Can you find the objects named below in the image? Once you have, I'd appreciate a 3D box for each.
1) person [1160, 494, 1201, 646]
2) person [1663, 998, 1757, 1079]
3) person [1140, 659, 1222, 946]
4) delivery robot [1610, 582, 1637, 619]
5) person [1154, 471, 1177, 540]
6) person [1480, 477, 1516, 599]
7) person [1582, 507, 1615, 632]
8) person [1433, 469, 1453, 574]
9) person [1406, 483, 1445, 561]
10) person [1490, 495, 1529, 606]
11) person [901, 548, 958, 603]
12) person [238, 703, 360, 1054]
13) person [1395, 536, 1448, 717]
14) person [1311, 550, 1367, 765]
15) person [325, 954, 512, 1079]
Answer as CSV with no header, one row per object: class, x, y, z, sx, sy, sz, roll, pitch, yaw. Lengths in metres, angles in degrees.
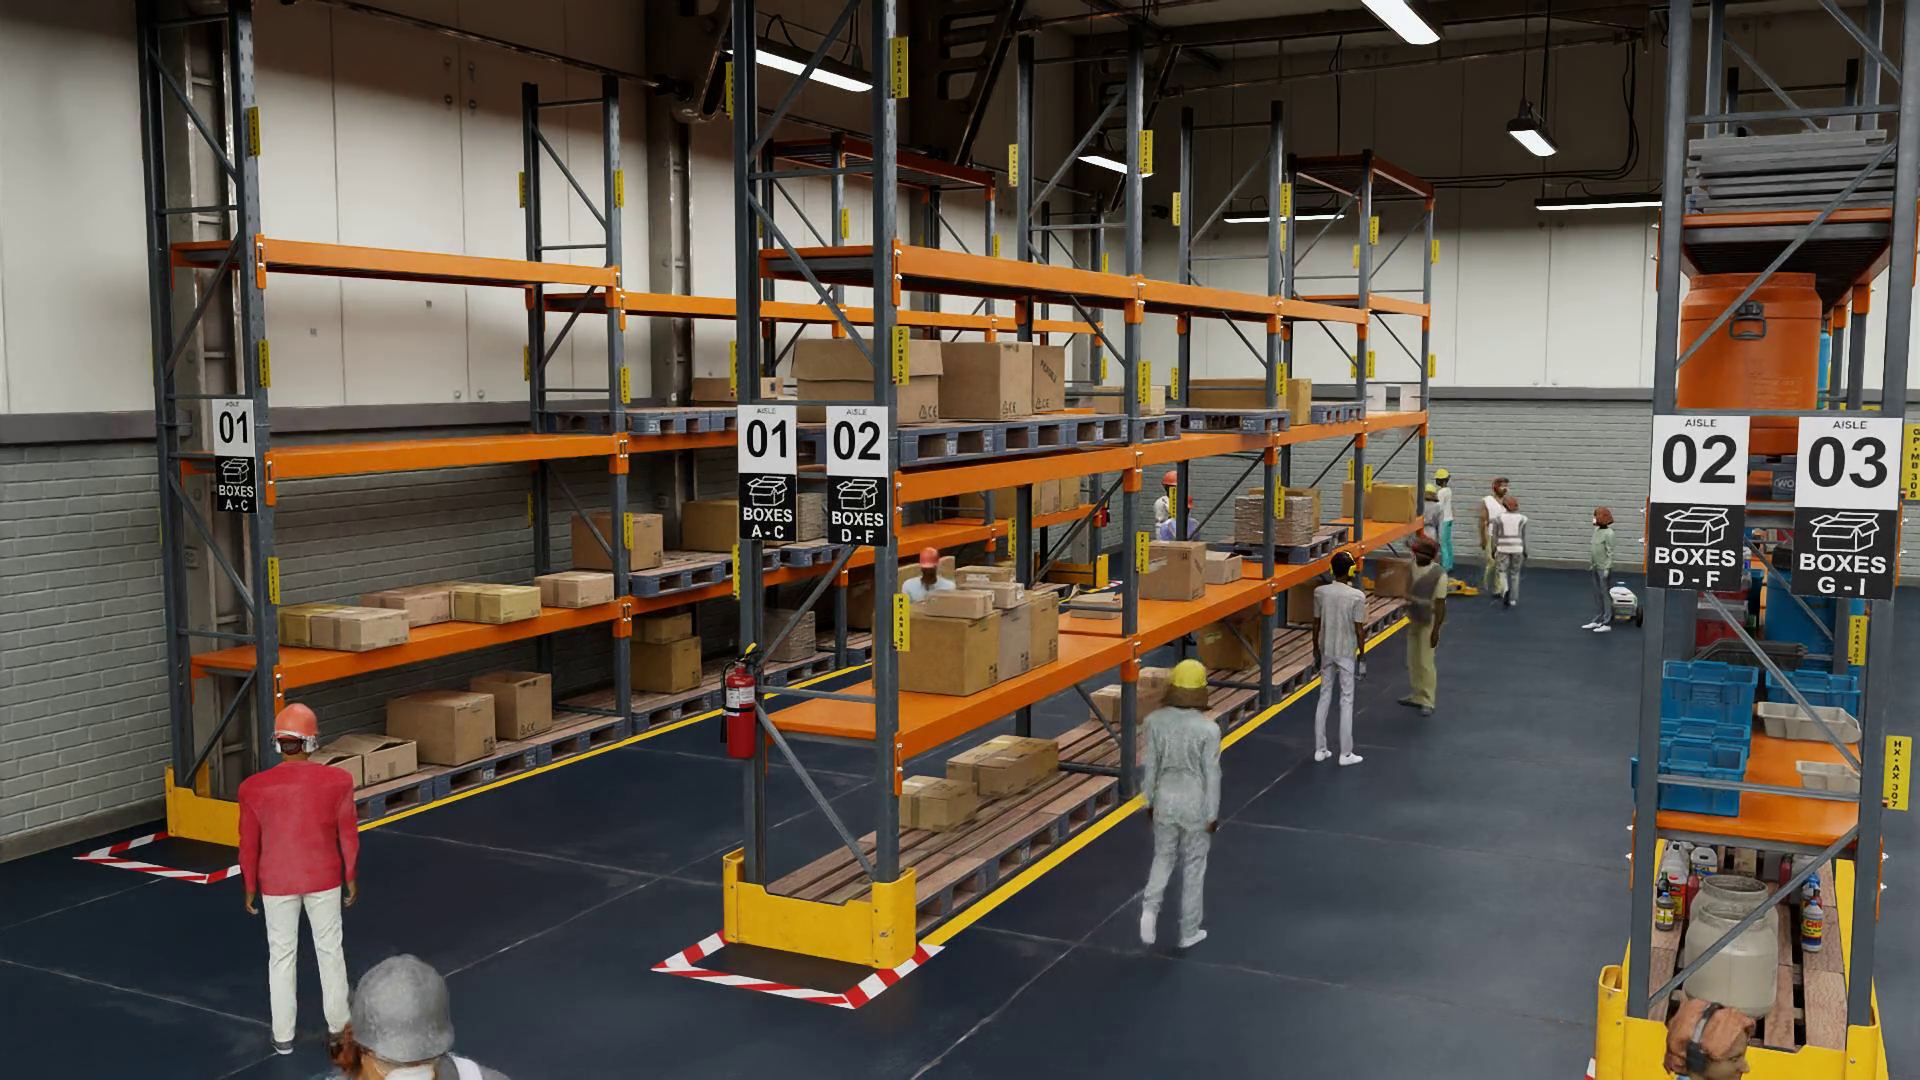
person,2.739,0.362,20.546,0.539,1.929,0.395,-3,6,-23
person,2.103,2.122,4.798,0.310,1.636,0.523,4,7,37
person,1.284,1.562,9.760,0.492,1.729,0.523,3,7,29
delivery robot,8.858,0.807,22.340,0.477,0.478,0.707,1,6,11
person,2.906,0.074,22.755,0.378,2.041,0.616,5,8,40
person,8.019,-0.026,24.749,0.576,1.834,0.440,-2,6,-20
person,8.362,0.384,21.709,0.279,1.634,0.499,0,6,-3
person,8.095,-0.314,27.932,0.345,1.759,0.519,3,7,31
person,7.016,0.005,25.053,0.554,1.700,0.607,1,6,8
person,7.907,0.164,23.899,0.535,1.622,0.500,1,6,8
person,-0.328,0.941,15.852,0.582,1.720,0.708,1,6,13
person,-3.329,1.694,8.398,0.565,1.750,0.341,-2,6,-21
person,4.573,0.840,16.477,0.442,1.802,0.713,-2,6,-22
person,3.295,1.020,14.461,0.516,1.861,0.319,5,8,40
person,-1.382,1.988,4.151,0.693,2.000,0.628,-4,7,-31
